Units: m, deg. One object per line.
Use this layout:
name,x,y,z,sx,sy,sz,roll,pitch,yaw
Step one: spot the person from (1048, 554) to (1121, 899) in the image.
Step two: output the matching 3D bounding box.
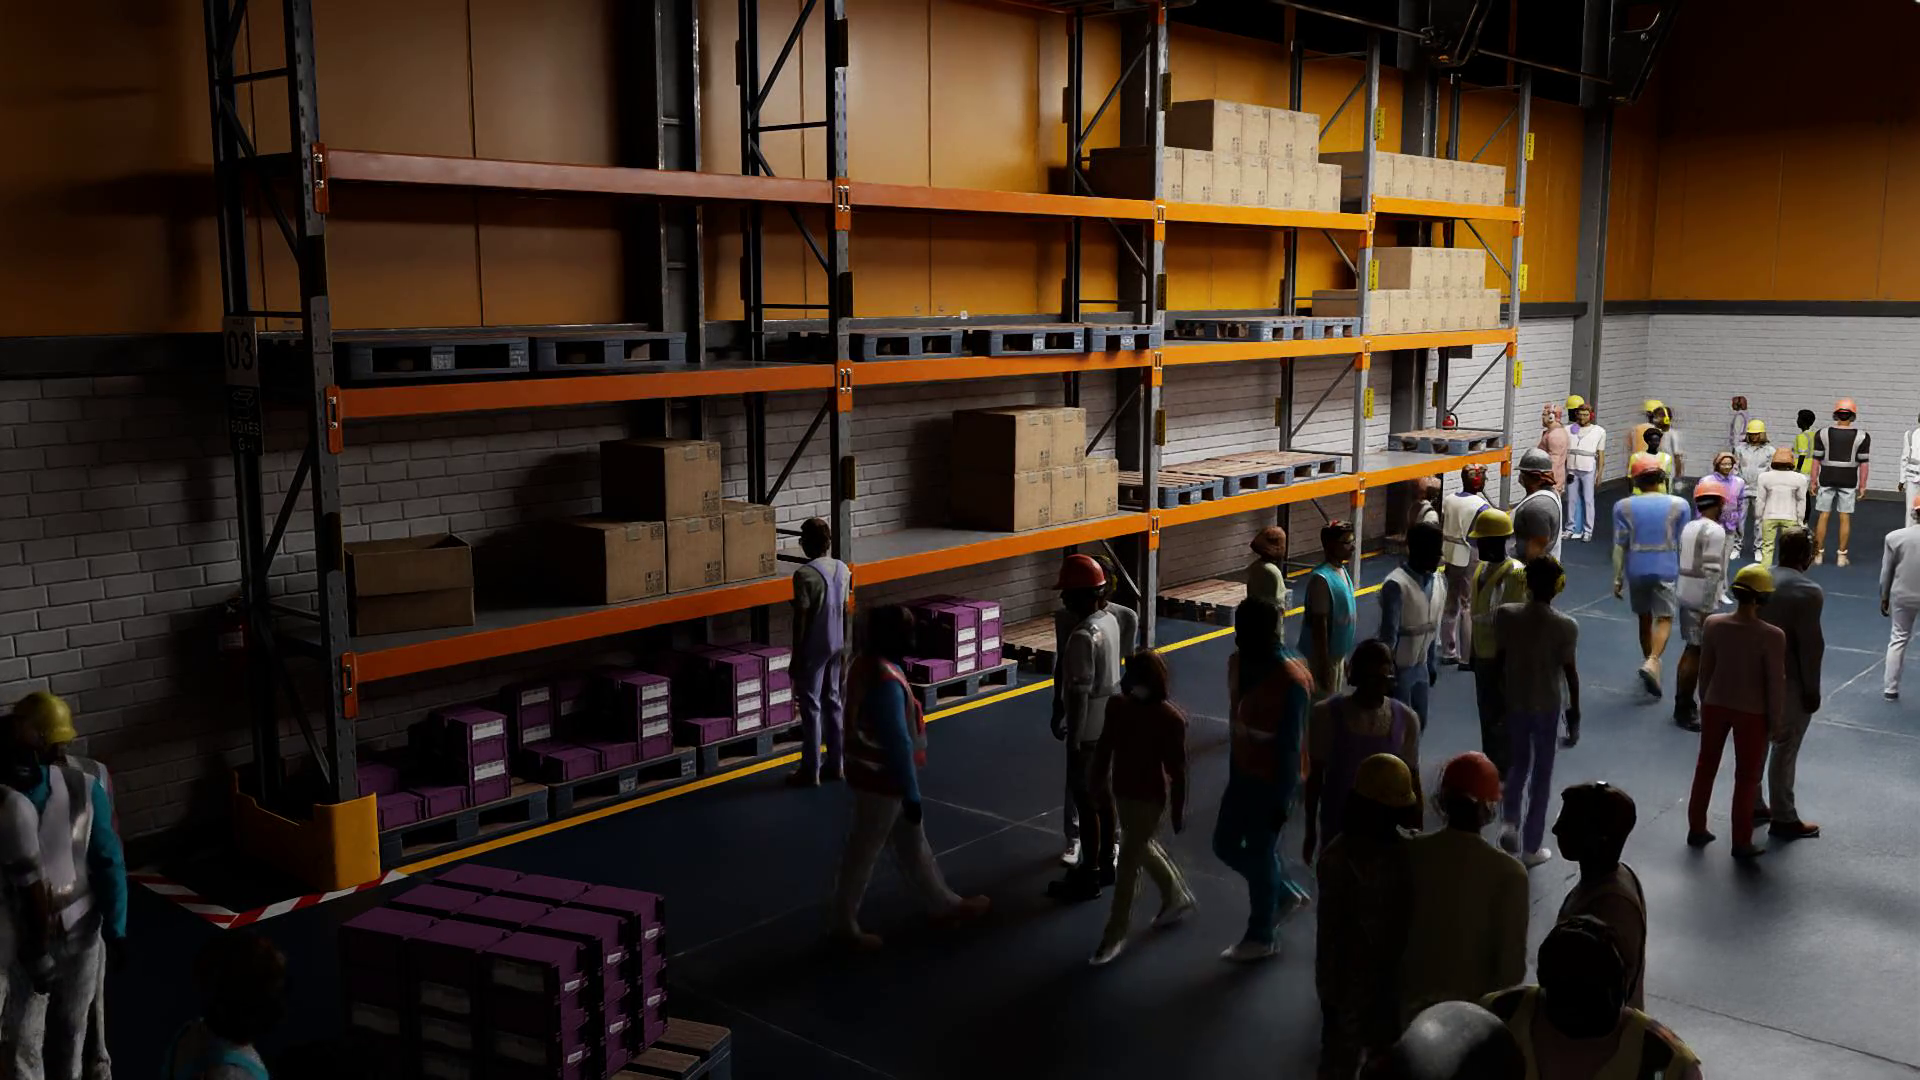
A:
person,0.693,1.035,9.273,0.385,1.929,0.543,4,10,24

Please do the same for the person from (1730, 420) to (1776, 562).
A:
person,9.738,-0.606,20.441,0.493,1.743,0.300,5,10,32

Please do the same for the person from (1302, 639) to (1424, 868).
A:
person,1.845,1.343,7.581,0.553,1.830,0.398,0,9,2

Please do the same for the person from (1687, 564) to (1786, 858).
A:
person,4.680,1.011,9.982,0.360,1.756,0.525,-6,11,-34

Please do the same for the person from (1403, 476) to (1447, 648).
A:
person,4.395,0.211,15.555,0.611,1.614,0.538,-1,9,-7

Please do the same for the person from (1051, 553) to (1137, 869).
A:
person,0.786,0.995,9.746,0.510,1.863,0.326,2,9,11

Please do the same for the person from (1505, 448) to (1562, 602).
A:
person,4.785,0.235,14.063,0.538,2.000,0.683,4,10,24

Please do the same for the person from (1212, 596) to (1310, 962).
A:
person,1.526,1.196,8.321,0.460,1.893,0.625,-4,10,-24

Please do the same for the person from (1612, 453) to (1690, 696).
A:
person,5.751,0.289,13.849,0.669,1.998,0.832,5,10,28

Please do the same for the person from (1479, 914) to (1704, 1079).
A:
person,1.554,1.850,4.308,0.619,1.838,0.430,6,11,35

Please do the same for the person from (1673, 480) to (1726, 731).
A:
person,5.758,0.503,12.861,0.404,1.892,0.712,0,9,1

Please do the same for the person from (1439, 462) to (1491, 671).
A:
person,4.456,0.234,14.702,0.373,1.840,0.572,-3,9,-21

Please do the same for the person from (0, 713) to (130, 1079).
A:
person,-3.539,1.542,6.374,0.627,1.809,0.843,-6,11,-36

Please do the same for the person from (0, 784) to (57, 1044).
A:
person,-3.727,1.529,6.027,0.617,1.933,0.817,2,9,12

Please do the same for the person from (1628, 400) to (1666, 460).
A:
person,9.044,-0.878,21.731,0.964,1.880,0.601,-9,12,-44

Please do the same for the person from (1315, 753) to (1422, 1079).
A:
person,1.524,1.620,6.126,0.485,1.737,0.339,-5,10,-27

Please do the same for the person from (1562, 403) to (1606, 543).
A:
person,8.227,-0.890,21.981,0.560,1.836,0.393,8,12,42

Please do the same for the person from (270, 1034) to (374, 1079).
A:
person,-1.488,1.982,3.925,0.460,1.680,0.559,1,9,4

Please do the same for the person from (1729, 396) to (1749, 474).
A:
person,12.343,-1.465,26.357,0.318,1.630,0.513,5,10,31

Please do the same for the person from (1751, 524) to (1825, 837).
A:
person,5.117,0.863,10.348,0.375,1.938,0.627,-2,9,-10

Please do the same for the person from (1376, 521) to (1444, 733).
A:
person,2.821,0.824,10.725,0.506,1.908,0.726,8,12,43

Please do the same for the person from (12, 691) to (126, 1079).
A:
person,-3.629,1.493,6.652,0.403,1.825,0.592,7,11,38

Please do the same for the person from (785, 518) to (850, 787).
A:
person,-0.961,0.761,11.348,0.353,1.835,0.518,7,11,38

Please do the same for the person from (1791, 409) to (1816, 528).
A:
person,11.511,-0.937,22.728,0.315,1.696,0.541,7,11,40

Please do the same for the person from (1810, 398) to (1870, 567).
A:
person,10.598,-0.689,20.065,0.611,2.032,0.411,5,10,29

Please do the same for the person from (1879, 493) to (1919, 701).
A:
person,7.808,0.466,13.537,0.569,1.742,0.351,7,11,38

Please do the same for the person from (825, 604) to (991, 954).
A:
person,-0.270,1.217,8.482,0.938,1.800,0.657,-1,9,-9

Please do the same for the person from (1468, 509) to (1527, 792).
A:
person,3.586,0.741,11.208,0.392,1.919,0.581,-2,9,-11

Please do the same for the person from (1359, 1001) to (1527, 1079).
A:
person,0.939,1.872,3.506,0.748,2.000,1.004,-3,9,-19

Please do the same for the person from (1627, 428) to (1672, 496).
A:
person,8.249,-0.502,19.918,0.540,1.695,0.317,0,9,-3

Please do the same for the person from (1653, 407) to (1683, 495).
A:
person,8.972,-0.776,21.193,0.415,1.847,0.565,-1,9,-6

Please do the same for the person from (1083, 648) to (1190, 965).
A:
person,0.952,1.322,8.544,0.824,1.604,0.531,-7,11,-38

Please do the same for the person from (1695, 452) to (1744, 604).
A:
person,8.058,-0.123,17.664,0.523,1.638,0.310,-1,9,-5

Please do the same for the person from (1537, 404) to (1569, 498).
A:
person,7.365,-0.744,20.807,0.407,1.909,0.638,4,10,25

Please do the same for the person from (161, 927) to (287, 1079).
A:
person,-1.922,1.868,4.275,0.507,1.826,0.650,-7,11,-38

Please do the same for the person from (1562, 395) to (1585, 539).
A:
person,8.206,-0.968,22.203,0.383,1.921,0.586,5,10,30

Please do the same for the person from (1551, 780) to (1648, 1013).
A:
person,2.029,1.680,5.407,0.357,1.842,0.521,4,10,23

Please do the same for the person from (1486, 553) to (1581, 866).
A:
person,3.388,0.996,9.766,0.564,1.848,0.411,8,12,43

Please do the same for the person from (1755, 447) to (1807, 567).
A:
person,8.970,-0.204,18.202,0.498,1.633,0.286,4,10,26

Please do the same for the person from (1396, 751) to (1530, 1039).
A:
person,1.841,1.623,6.124,0.594,1.711,0.879,8,12,41

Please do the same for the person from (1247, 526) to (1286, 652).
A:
person,2.281,0.701,12.365,0.285,1.633,0.498,-2,9,-13

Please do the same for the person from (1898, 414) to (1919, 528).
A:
person,12.116,-0.744,20.905,0.358,1.880,0.576,-7,11,-39

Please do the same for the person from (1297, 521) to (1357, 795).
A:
person,2.470,0.780,11.172,0.390,1.846,0.564,4,10,23
